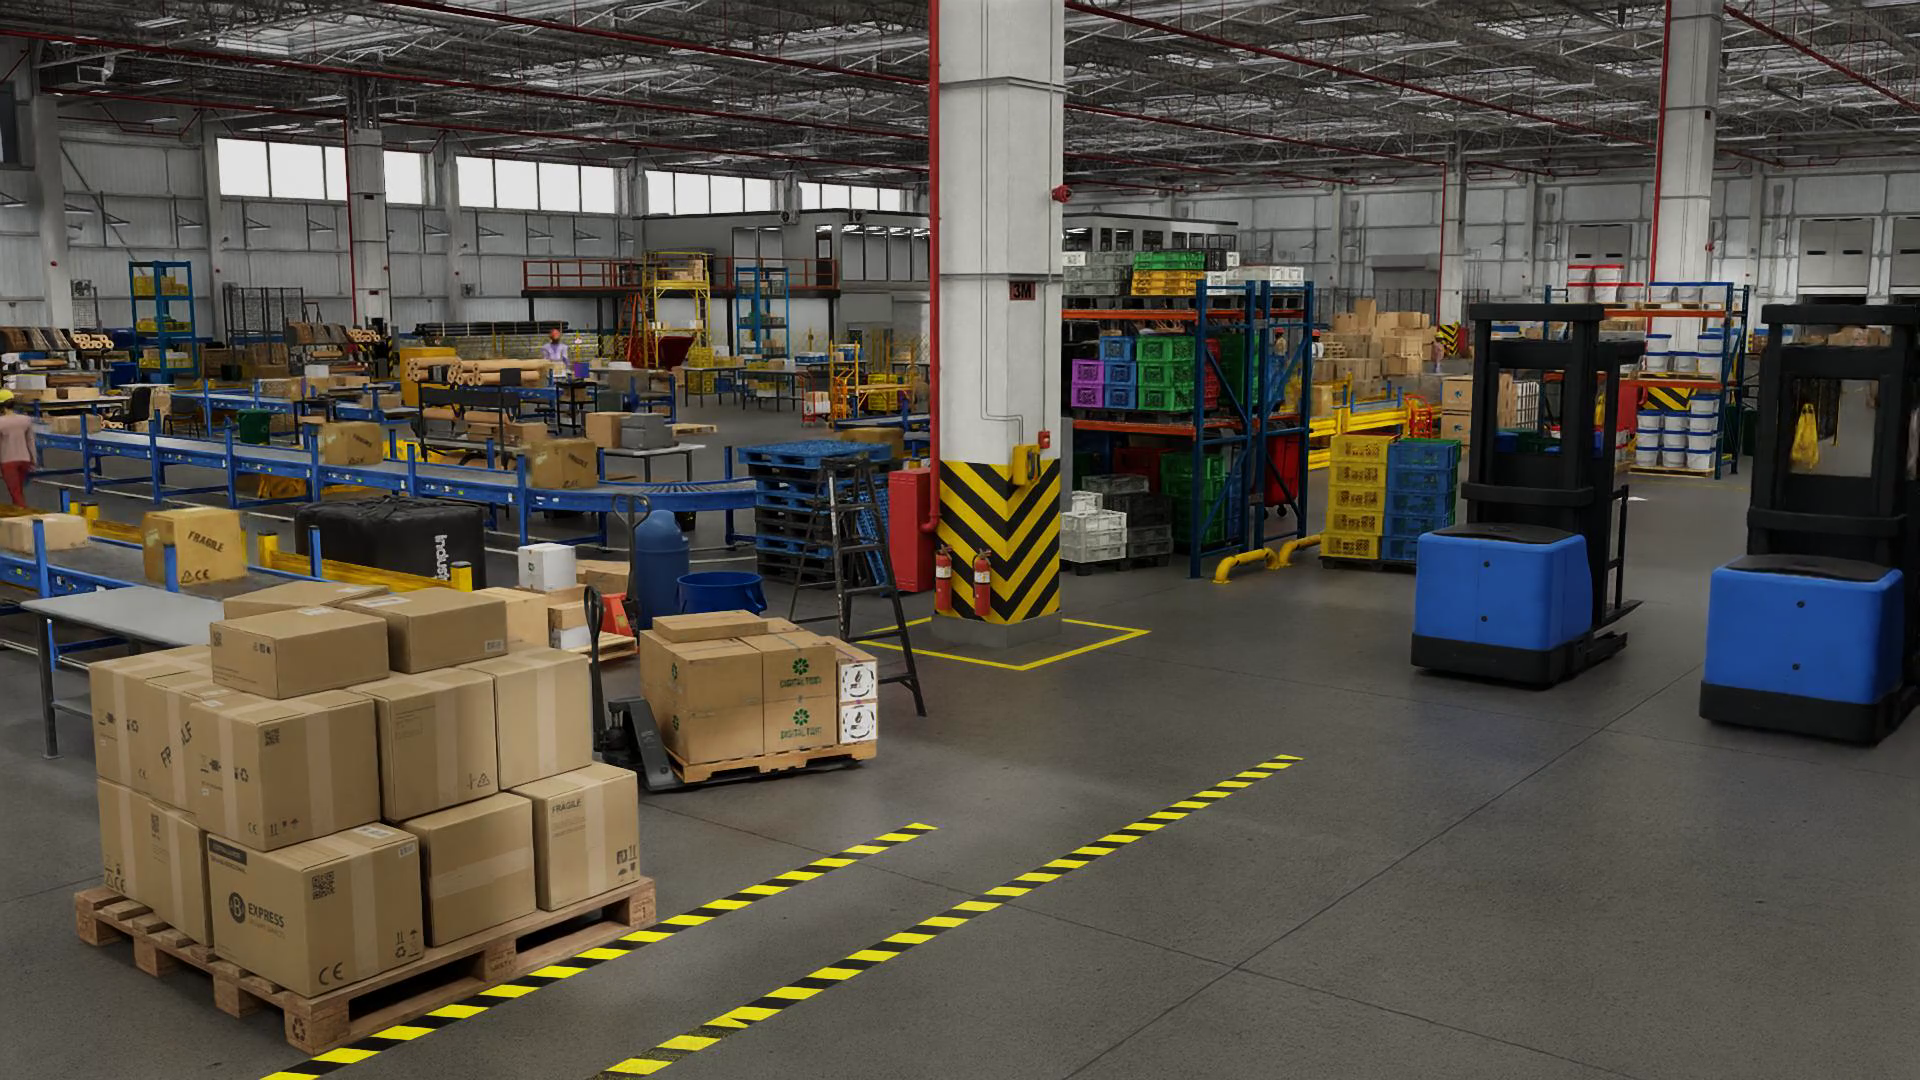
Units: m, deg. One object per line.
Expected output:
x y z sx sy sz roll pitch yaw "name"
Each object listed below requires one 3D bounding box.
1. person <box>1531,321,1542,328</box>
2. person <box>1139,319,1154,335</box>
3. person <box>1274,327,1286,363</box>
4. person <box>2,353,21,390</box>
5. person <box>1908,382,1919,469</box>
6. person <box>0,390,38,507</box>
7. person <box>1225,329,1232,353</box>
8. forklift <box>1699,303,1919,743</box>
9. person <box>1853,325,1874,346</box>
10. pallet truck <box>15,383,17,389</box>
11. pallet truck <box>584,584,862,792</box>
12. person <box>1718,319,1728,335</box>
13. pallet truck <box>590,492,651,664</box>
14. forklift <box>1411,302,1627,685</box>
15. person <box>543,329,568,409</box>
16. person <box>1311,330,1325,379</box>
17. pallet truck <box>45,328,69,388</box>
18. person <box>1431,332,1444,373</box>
26.977 -9.550 77.936 0.641 1.798 0.950 -5 10 -29 "person"
6.802 -7.096 60.855 0.629 1.944 0.451 -2 9 -13 "person"
9.193 -5.175 47.940 0.362 1.939 0.543 4 9 23 "person"
-22.663 -3.897 39.502 0.662 1.884 0.459 0 8 0 "person"
15.665 -2.165 27.460 0.611 1.996 0.378 4 9 23 "person"
-11.478 -0.938 20.043 0.794 1.736 0.544 4 9 27 "person"
8.931 -6.243 55.496 0.523 1.841 0.889 8 11 41 "person"
5.878 -0.205 11.283 1.129 2.768 1.873 6 11 37 "forklift"
34.648 -7.486 63.707 0.731 1.869 0.923 0 8 -1 "person"
-24.881 -4.417 42.634 1.885 1.965 0.823 8 11 41 "pallet truck"
-1.426 0.805 10.019 1.601 1.201 0.680 -4 9 -26 "pallet truck"
29.257 -7.510 63.740 0.474 1.922 0.548 0 8 -1 "person"
-3.115 0.344 12.883 0.653 1.274 1.630 7 11 37 "pallet truck"
4.379 -0.438 12.852 1.129 2.768 1.873 7 11 37 "forklift"
-10.230 -4.330 42.021 0.629 2.015 0.757 -3 9 -18 "person"
9.383 -4.578 43.916 0.361 1.940 0.543 8 11 42 "person"
-23.775 -4.544 43.495 1.885 1.965 0.823 6 10 35 "pallet truck"
14.003 -5.214 48.826 0.330 1.759 0.556 2 9 16 "person"
